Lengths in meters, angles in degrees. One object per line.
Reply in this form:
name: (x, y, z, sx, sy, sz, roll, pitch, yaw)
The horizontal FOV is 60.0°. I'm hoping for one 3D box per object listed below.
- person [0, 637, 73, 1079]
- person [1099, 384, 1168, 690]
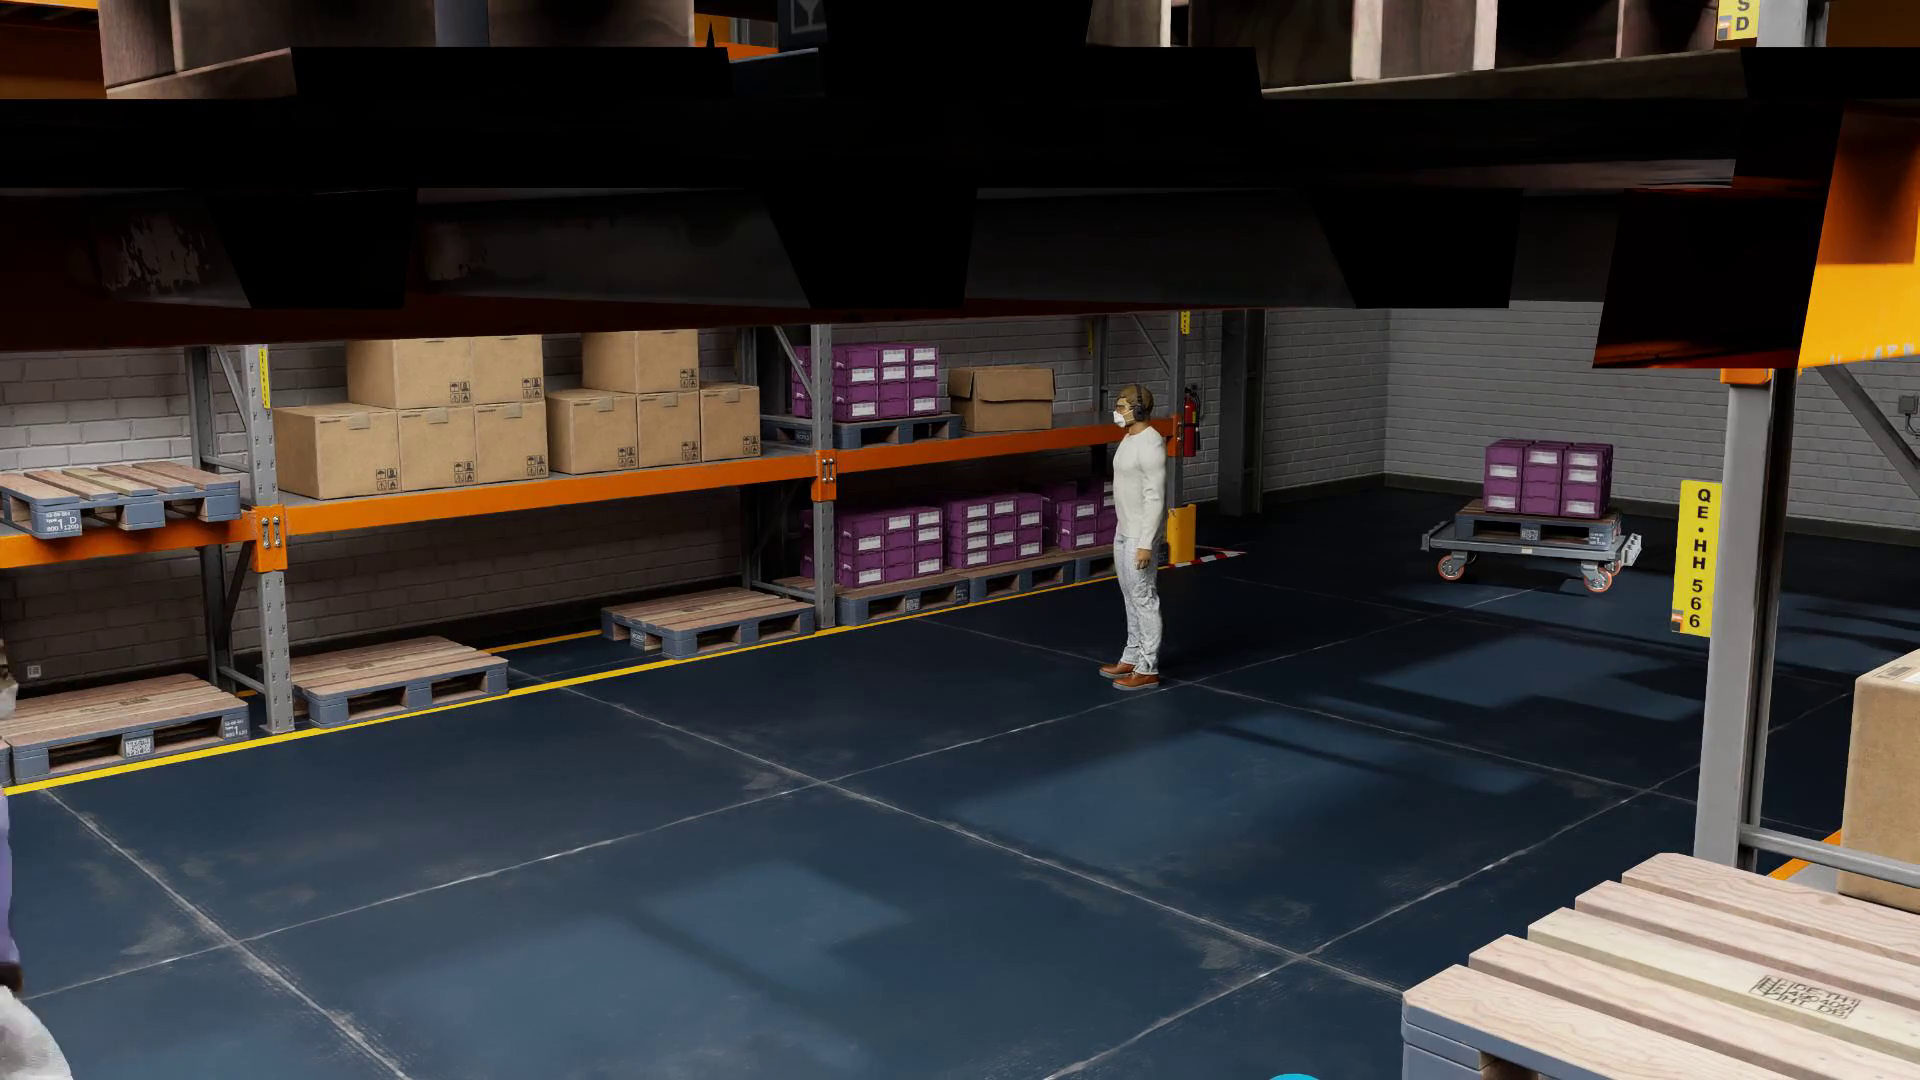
person: (-2.518, 1.112, 4.132, 1.040, 1.882, 0.631, -6, 11, -31)
person: (1.117, -0.022, 10.564, 0.361, 1.939, 0.635, -2, 10, -9)
